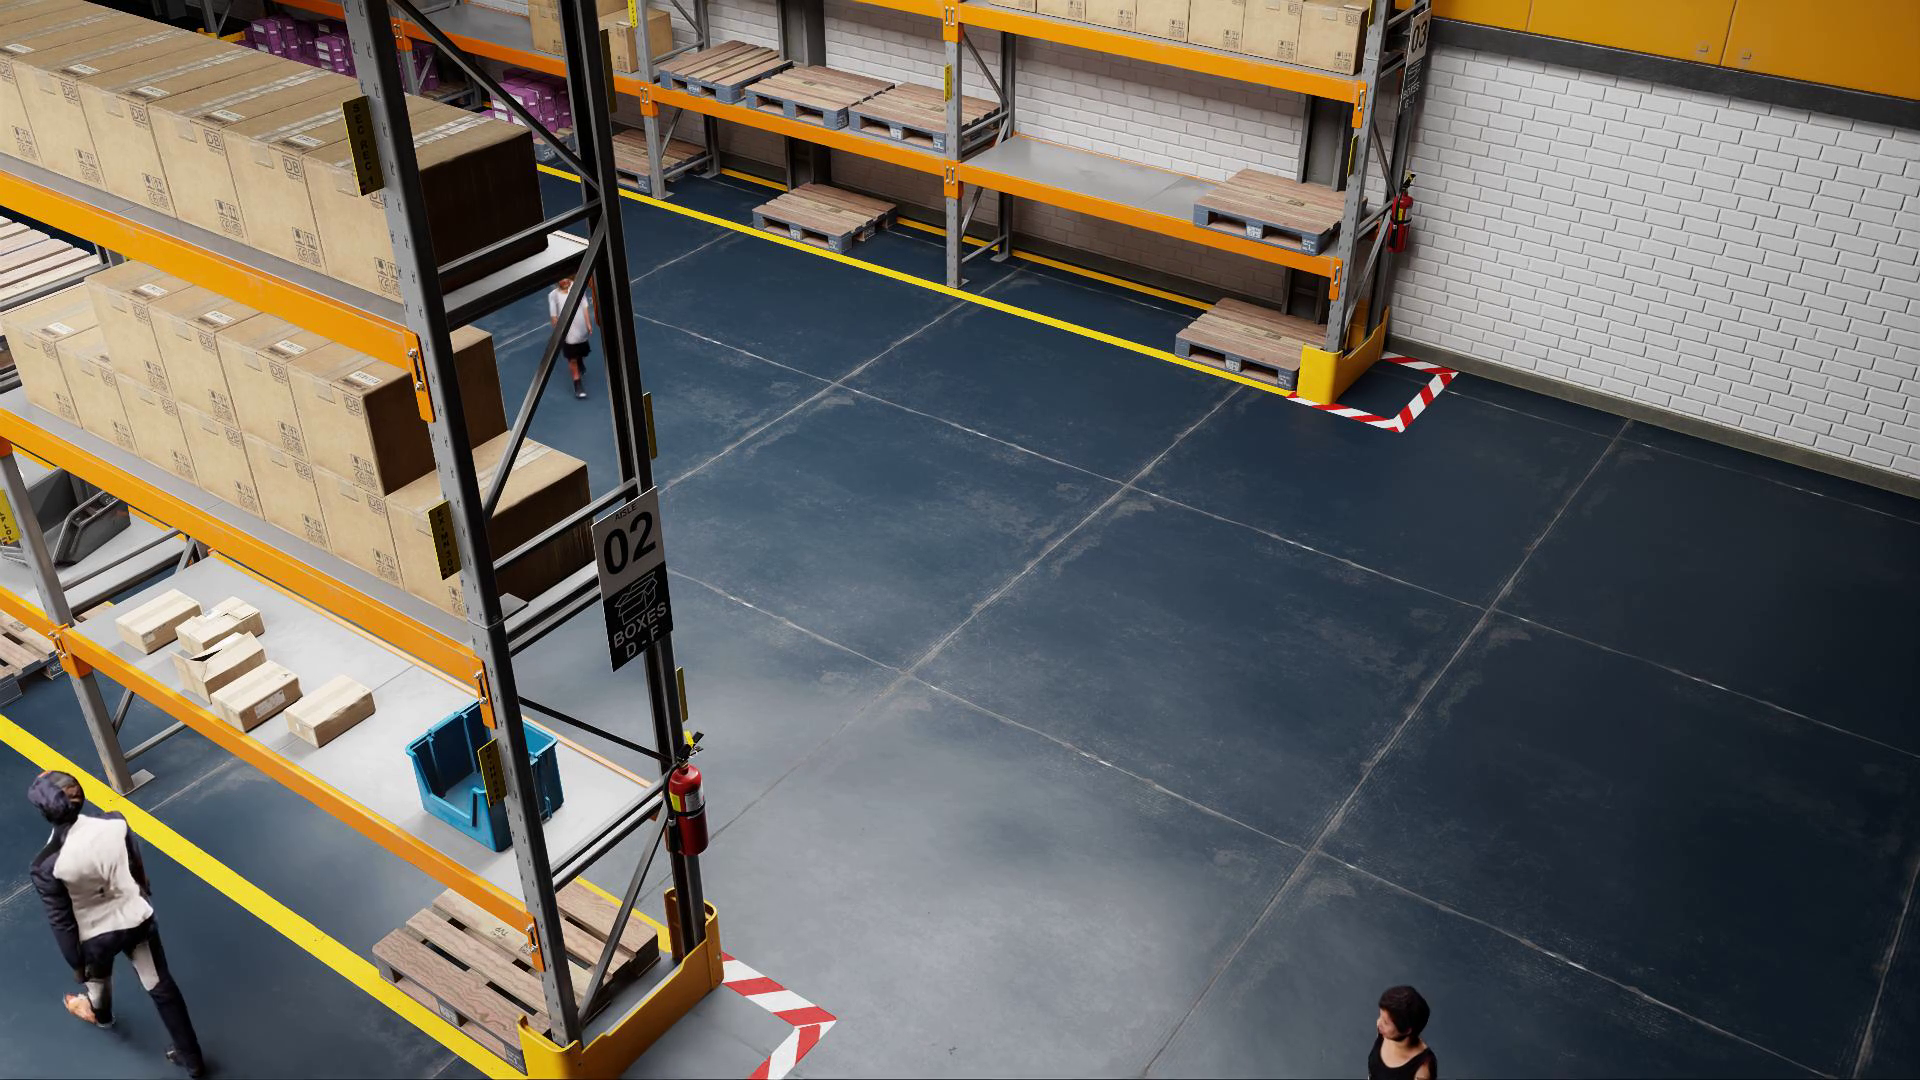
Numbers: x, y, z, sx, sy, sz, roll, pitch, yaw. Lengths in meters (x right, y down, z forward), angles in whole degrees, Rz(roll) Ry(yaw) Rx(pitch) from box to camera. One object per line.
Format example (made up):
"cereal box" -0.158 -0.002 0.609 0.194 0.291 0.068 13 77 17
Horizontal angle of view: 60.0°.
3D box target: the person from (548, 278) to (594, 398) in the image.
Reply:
"person" -3.379 -1.889 14.438 0.678 1.248 0.817 -16 37 -23

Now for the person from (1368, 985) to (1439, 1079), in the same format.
"person" 2.020 2.577 7.465 0.777 1.529 0.709 -13 36 -19

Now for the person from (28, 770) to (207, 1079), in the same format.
"person" -4.087 1.942 8.132 1.134 1.849 0.721 20 38 27
